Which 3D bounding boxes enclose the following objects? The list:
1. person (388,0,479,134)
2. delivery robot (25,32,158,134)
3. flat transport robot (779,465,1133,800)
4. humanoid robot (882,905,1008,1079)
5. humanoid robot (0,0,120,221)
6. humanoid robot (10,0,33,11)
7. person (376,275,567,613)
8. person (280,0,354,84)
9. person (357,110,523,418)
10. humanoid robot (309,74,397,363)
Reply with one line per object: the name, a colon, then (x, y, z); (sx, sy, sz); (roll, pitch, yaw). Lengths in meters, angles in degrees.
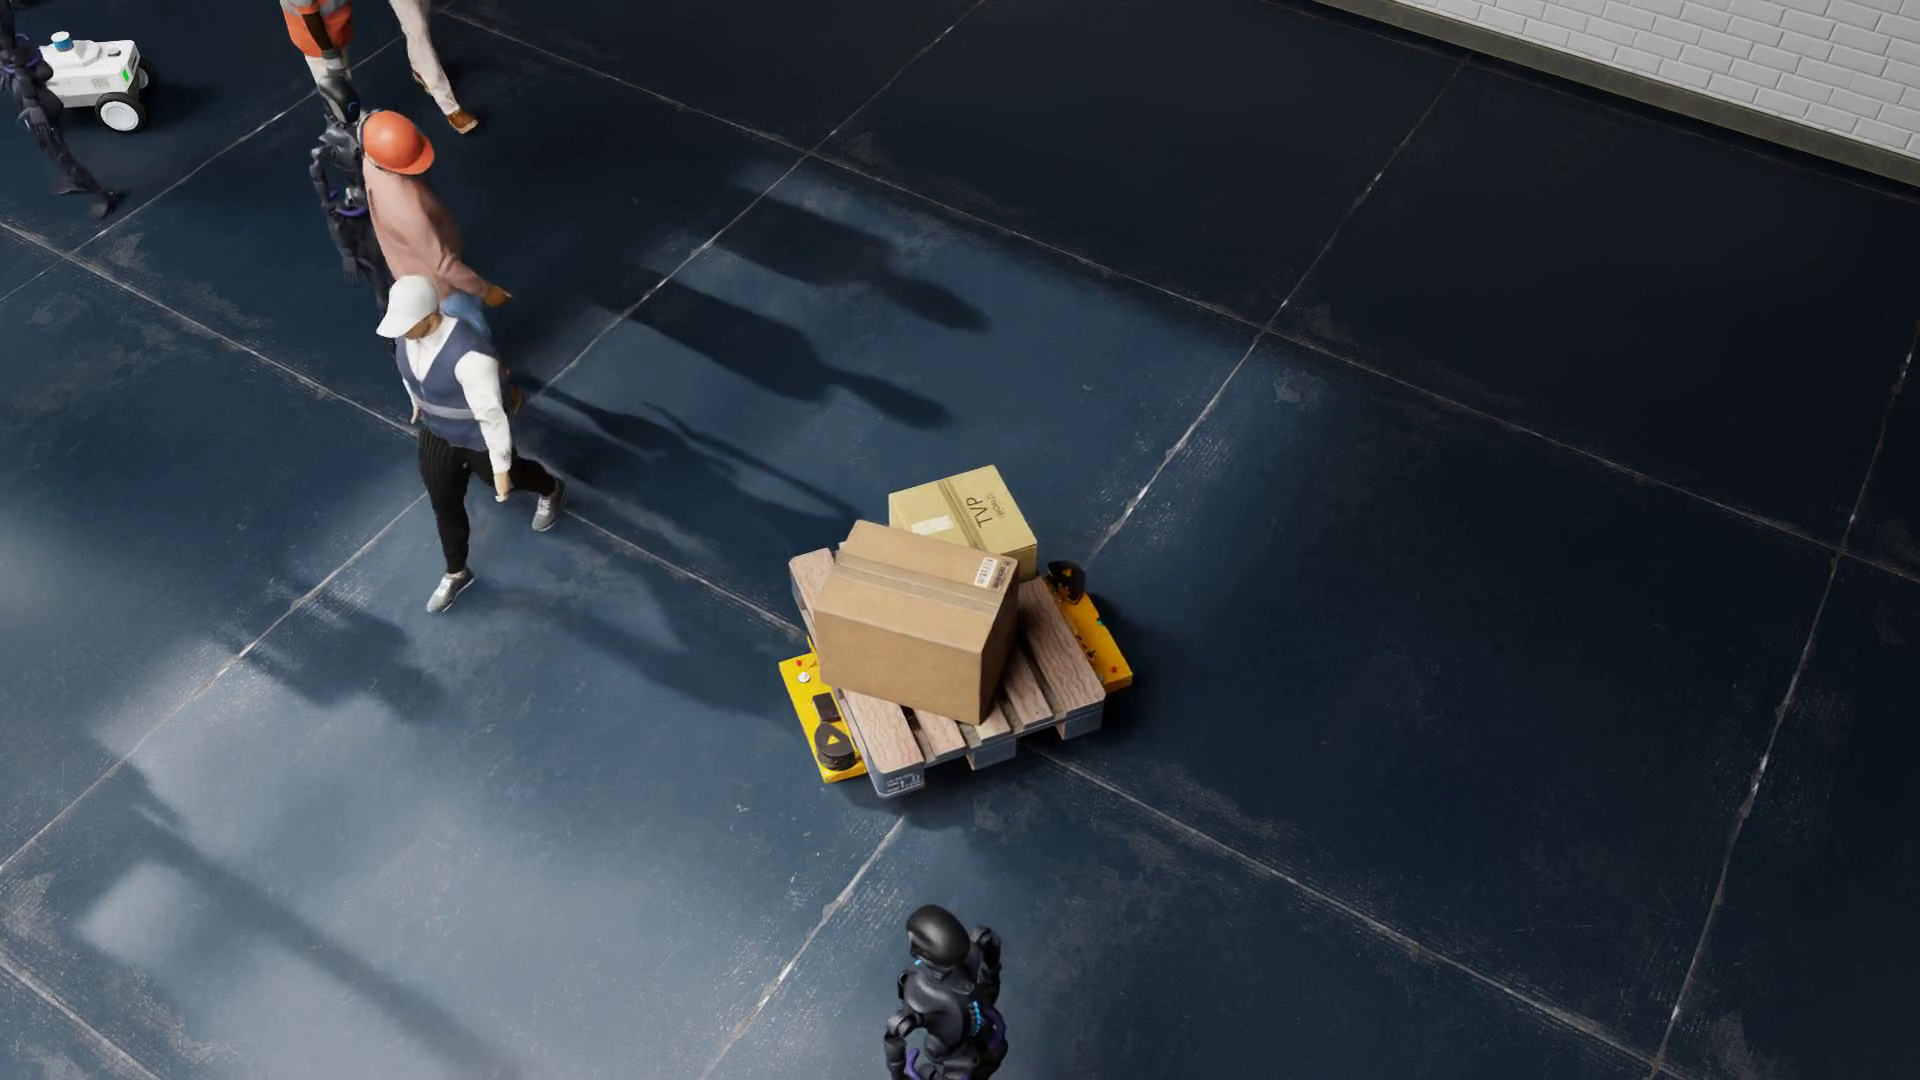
person: (-3.155, -3.331, 9.610); (0.608, 1.946, 0.973); (-36, 58, -27)
delivery robot: (-5.301, -2.781, 10.069); (0.811, 0.613, 0.499); (-6, 49, -5)
flat transport robot: (-0.021, 0.561, 7.325); (1.431, 0.231, 0.659); (-17, 51, -14)
humanoid robot: (-0.022, 1.724, 5.385); (0.405, 1.647, 0.610); (31, 56, 24)
humanoid robot: (-5.120, -2.508, 9.070); (0.311, 1.640, 0.611); (-32, 56, -25)
humanoid robot: (-6.055, -4.181, 10.572); (0.820, 1.619, 0.600); (-23, 53, -19)
person: (-2.153, -0.504, 7.291); (0.739, 1.717, 0.883); (20, 52, 16)
person: (-3.482, -2.801, 9.138); (0.372, 1.966, 0.602); (-12, 50, -10)
person: (-2.446, -1.296, 7.846); (0.492, 1.937, 0.712); (-29, 55, -23)
humanoid robot: (-2.911, -1.597, 8.282); (0.348, 1.652, 0.602); (25, 53, 20)
